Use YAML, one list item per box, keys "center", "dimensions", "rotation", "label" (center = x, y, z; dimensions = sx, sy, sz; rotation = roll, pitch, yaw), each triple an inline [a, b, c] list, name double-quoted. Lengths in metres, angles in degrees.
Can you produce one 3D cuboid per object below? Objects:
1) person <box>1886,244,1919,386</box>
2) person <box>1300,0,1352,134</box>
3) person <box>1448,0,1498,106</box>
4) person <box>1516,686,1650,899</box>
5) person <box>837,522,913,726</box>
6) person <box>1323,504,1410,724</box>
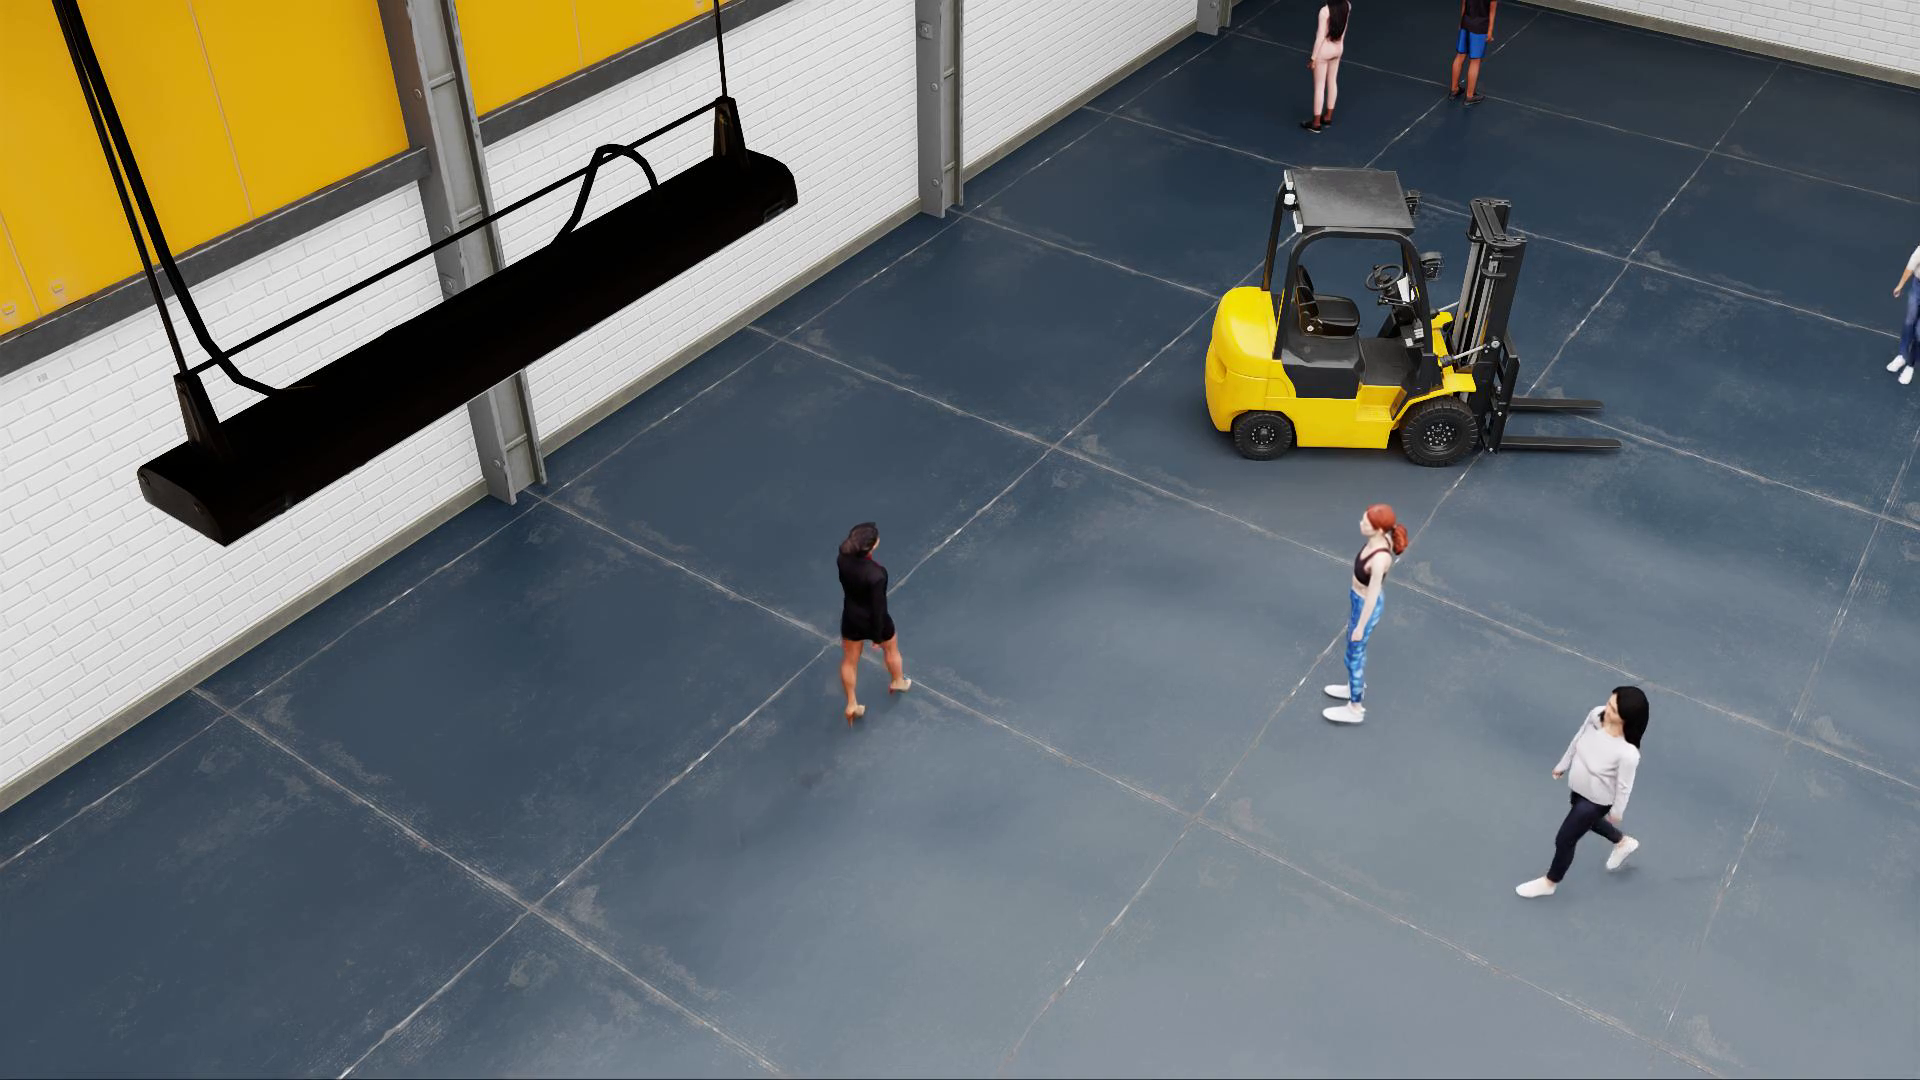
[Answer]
- center: [8.502, -2.215, 14.516]
  dimensions: [0.737, 1.709, 0.711]
  rotation: [-26, 45, -29]
  label: "person"
- center: [4.096, -5.404, 18.499]
  dimensions: [0.577, 1.721, 0.738]
  rotation: [-26, 45, -28]
  label: "person"
- center: [5.905, -5.902, 19.064]
  dimensions: [0.670, 1.794, 0.675]
  rotation: [-24, 45, -27]
  label: "person"
- center: [3.856, 1.486, 9.908]
  dimensions: [1.081, 1.676, 1.037]
  rotation: [-5, 39, -7]
  label: "person"
- center: [-0.679, 0.604, 11.059]
  dimensions: [0.574, 1.618, 0.799]
  rotation: [21, 43, 24]
  label: "person"
- center: [2.691, 0.494, 11.068]
  dimensions: [0.717, 1.777, 0.616]
  rotation: [6, 39, 8]
  label: "person"
